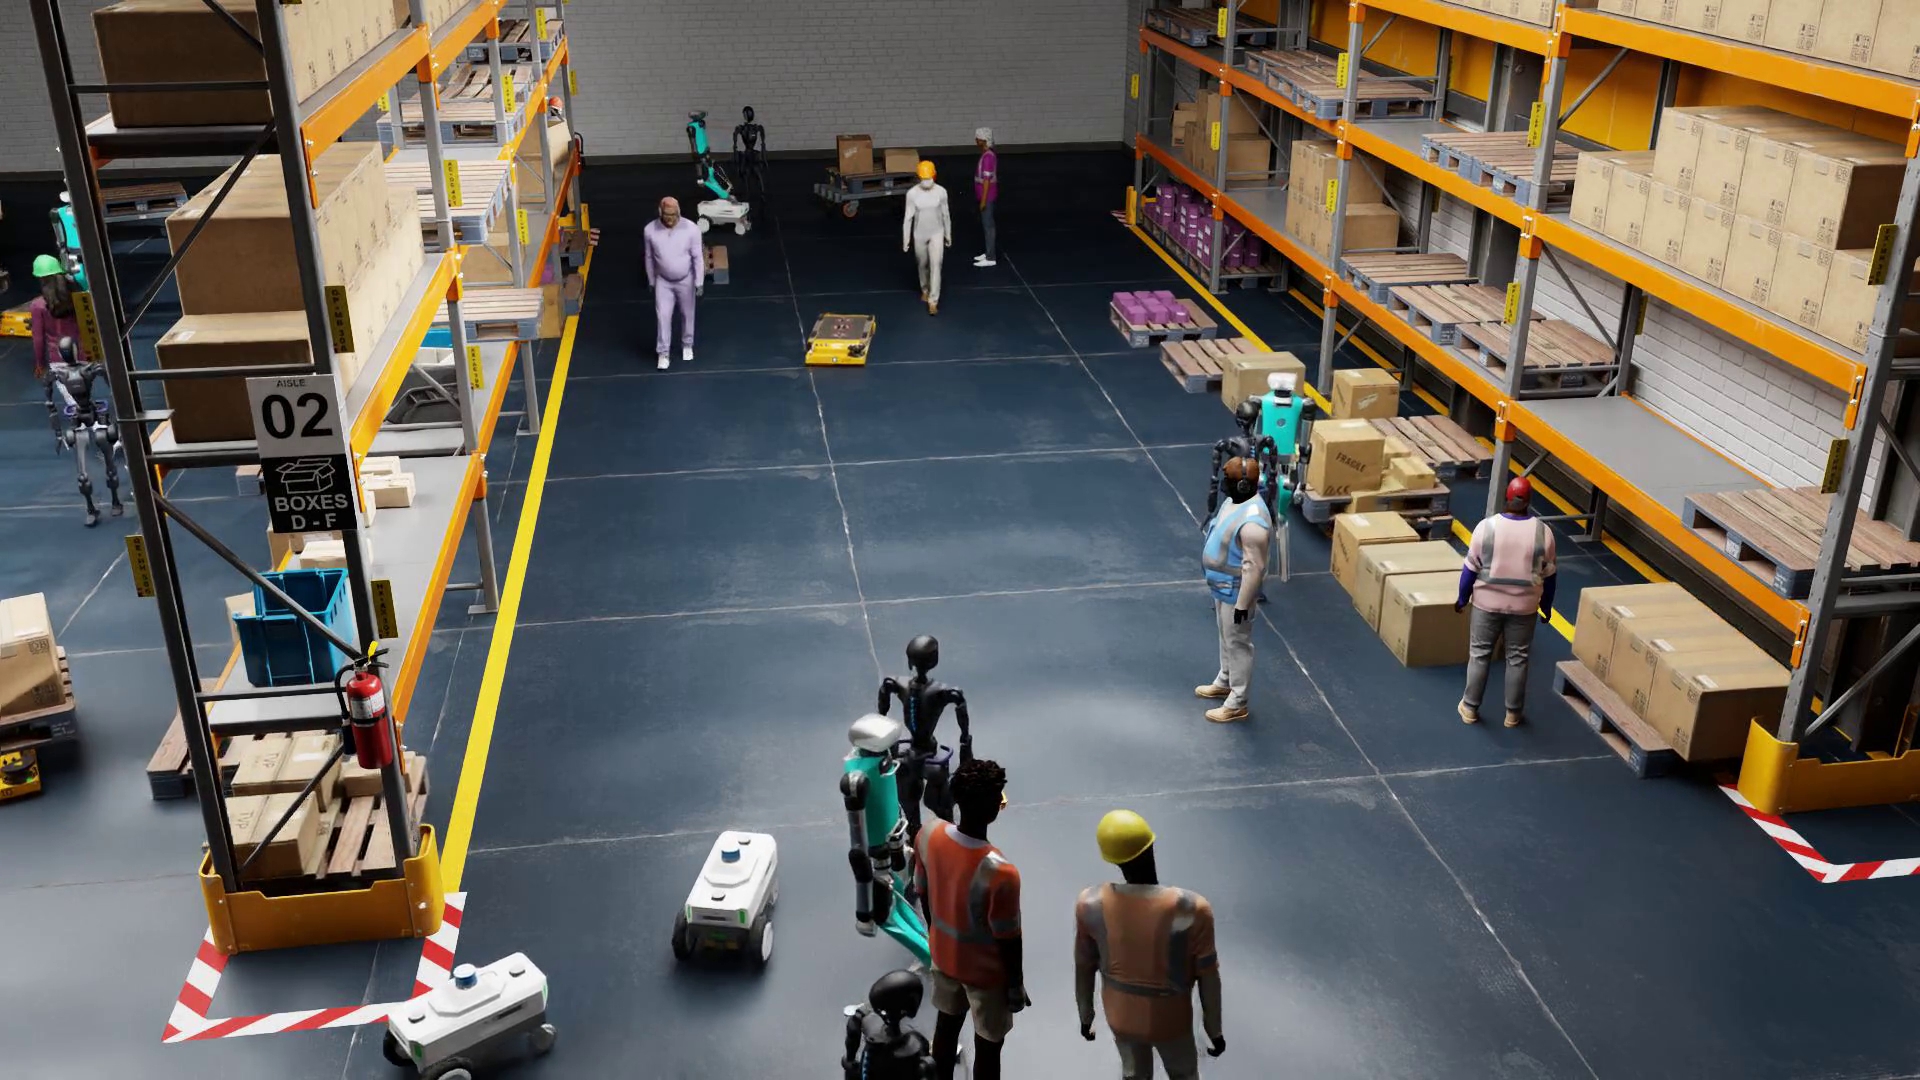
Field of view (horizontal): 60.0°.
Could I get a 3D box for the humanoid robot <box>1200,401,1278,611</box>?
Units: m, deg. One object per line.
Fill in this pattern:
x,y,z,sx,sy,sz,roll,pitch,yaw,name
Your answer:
2.125,-0.242,12.505,0.610,1.642,0.430,-8,25,-17,humanoid robot

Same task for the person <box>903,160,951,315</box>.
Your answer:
-0.399,-3.719,20.205,0.575,1.846,0.963,0,24,1,person

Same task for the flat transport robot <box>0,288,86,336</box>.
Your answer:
-10.840,-2.724,19.884,0.659,0.231,1.431,4,24,10,flat transport robot

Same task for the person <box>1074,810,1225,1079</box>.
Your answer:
0.831,1.992,7.176,0.669,1.850,0.666,9,25,19,person

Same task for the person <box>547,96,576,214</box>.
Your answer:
-6.001,-5.757,24.944,0.574,1.749,0.333,1,24,3,person

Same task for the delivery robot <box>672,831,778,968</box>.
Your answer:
-1.228,1.917,8.960,0.499,0.599,0.774,3,24,8,delivery robot

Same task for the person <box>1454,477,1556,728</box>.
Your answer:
3.566,0.406,10.906,0.611,1.754,0.419,6,24,13,person

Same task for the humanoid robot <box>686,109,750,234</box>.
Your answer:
-3.408,-5.251,23.848,0.937,1.799,0.560,4,24,10,humanoid robot

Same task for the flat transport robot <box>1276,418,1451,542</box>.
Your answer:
3.397,-0.312,14.388,0.659,0.231,1.431,-3,24,-7,flat transport robot

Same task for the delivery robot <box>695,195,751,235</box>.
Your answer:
-3.442,-4.708,24.068,0.809,0.611,0.499,4,24,10,delivery robot

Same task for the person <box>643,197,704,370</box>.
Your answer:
-3.084,-2.770,18.011,0.640,1.861,0.907,-2,24,-6,person

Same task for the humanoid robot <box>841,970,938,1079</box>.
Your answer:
-0.293,2.373,6.527,0.379,1.649,0.599,-20,31,-38,humanoid robot

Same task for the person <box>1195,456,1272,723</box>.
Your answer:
1.806,0.316,11.001,0.429,1.842,0.632,-1,24,-3,person

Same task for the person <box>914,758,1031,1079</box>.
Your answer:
0.067,1.838,7.383,0.368,1.965,0.605,-22,32,-40,person

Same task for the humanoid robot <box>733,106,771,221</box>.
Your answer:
-3.104,-5.566,24.607,0.584,1.655,0.329,-17,29,-34,humanoid robot

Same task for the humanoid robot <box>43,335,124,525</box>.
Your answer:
-7.375,-0.956,14.115,0.614,1.641,0.489,-9,25,-20,humanoid robot

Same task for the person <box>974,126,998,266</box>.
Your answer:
0.349,-4.587,22.171,0.320,1.843,0.501,0,24,0,person

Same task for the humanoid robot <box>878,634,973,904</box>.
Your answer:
-0.196,1.269,9.051,0.584,1.665,0.345,8,25,18,humanoid robot

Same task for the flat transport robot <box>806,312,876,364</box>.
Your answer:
-1.343,-2.294,18.904,0.659,0.231,1.431,1,24,2,flat transport robot

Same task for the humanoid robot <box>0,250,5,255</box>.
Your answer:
-13.301,-4.569,22.409,0.601,1.651,0.756,-4,24,-8,humanoid robot

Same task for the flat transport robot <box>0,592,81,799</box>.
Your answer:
-6.345,1.300,10.715,0.659,0.231,1.431,-13,27,-27,flat transport robot

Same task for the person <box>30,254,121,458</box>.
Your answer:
-8.304,-1.710,15.539,0.958,1.916,0.495,14,27,29,person

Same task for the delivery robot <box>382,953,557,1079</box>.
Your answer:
-2.359,2.316,8.032,0.767,0.583,0.499,-19,30,-37,delivery robot

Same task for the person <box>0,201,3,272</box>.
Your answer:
-12.763,-4.302,21.489,1.068,1.877,0.633,18,29,35,person

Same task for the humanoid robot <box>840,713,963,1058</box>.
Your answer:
-0.172,1.704,8.011,0.880,1.785,0.577,7,25,16,humanoid robot

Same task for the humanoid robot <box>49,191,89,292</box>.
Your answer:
-9.933,-3.126,19.023,0.547,1.829,0.663,-5,24,-12,humanoid robot

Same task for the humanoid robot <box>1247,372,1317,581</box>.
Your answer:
2.444,-0.496,13.028,0.545,1.826,0.697,2,24,5,humanoid robot
